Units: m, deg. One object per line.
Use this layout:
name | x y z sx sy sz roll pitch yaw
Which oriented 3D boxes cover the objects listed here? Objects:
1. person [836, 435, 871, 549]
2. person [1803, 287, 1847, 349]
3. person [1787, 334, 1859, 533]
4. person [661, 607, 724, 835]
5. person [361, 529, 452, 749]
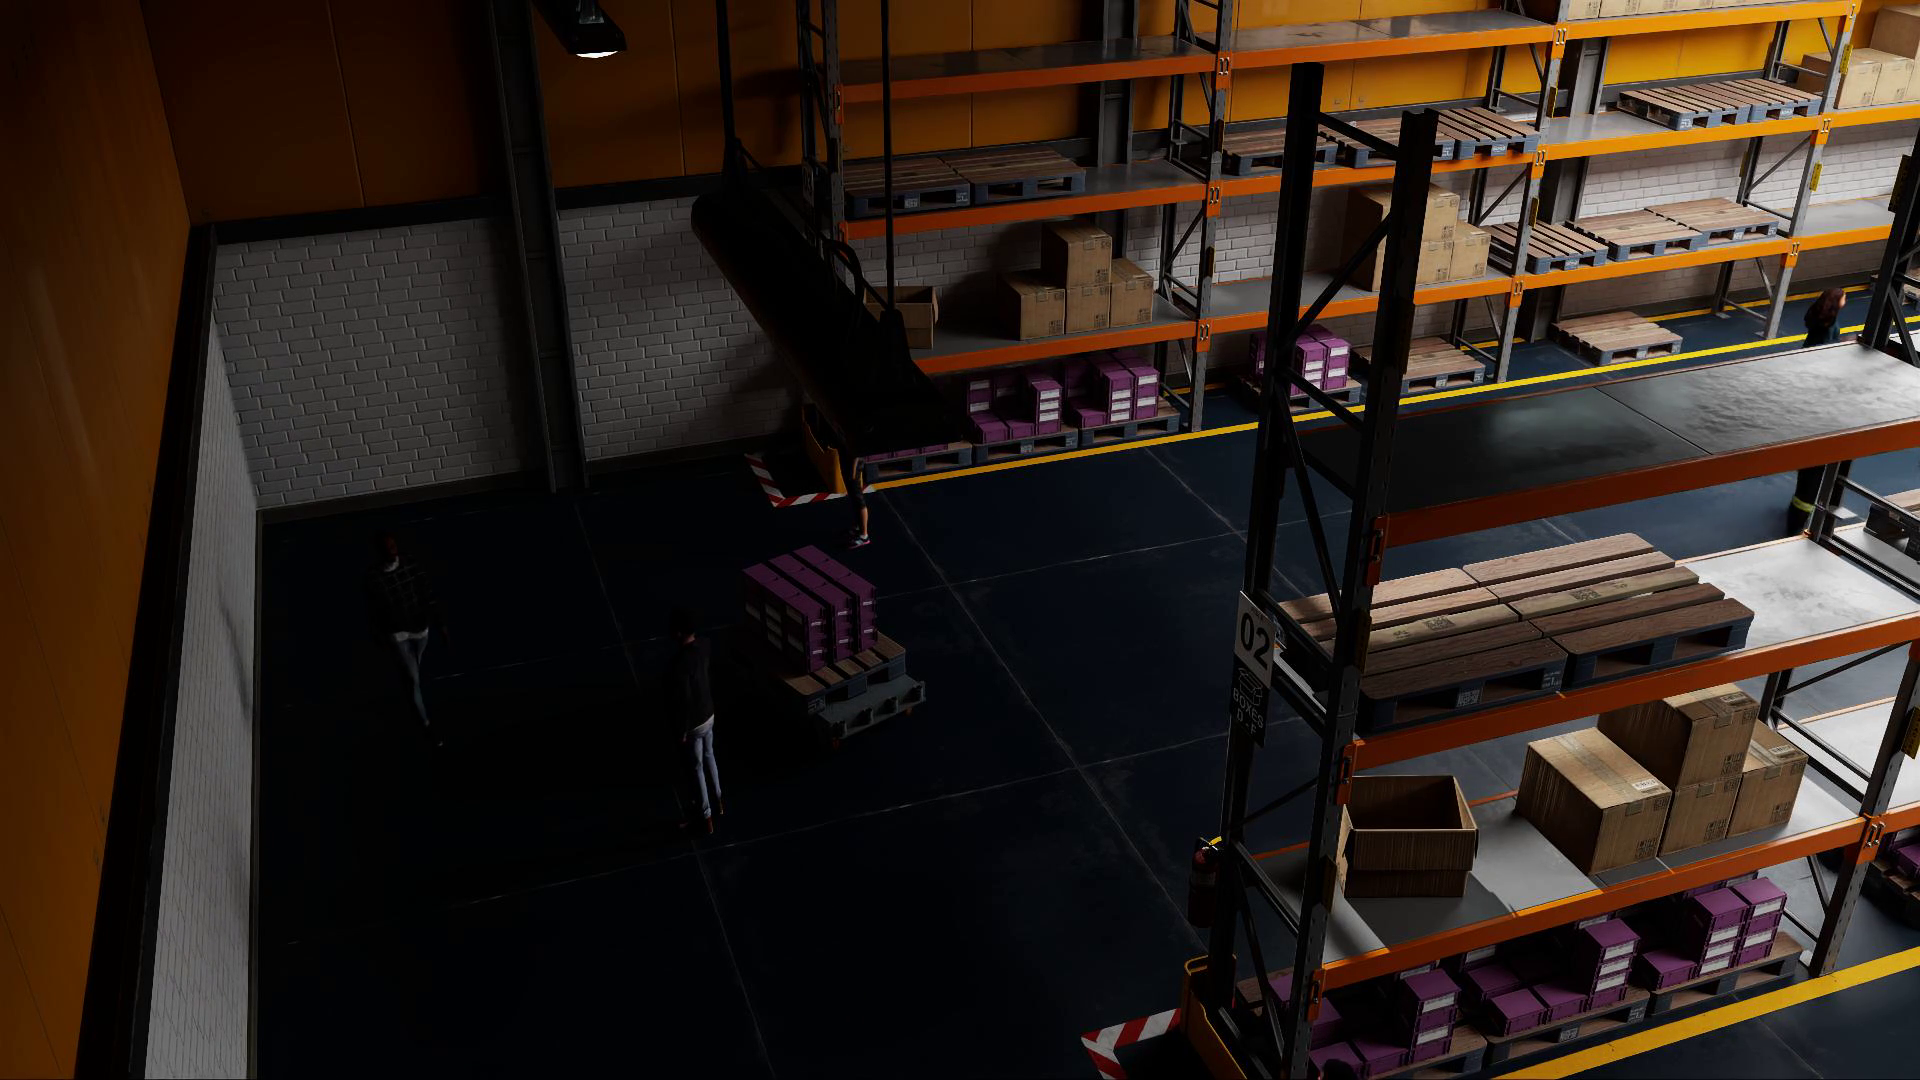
person | -1.013 -0.751 15.717 0.576 1.729 0.599 -5 29 -10
person | 9.219 -1.960 18.078 1.139 1.590 0.900 3 29 6
person | 8.258 -0.989 15.932 1.271 1.940 1.048 -23 36 -35
person | -1.900 1.283 11.877 0.741 1.836 0.730 7 29 13
person | -4.390 0.671 13.063 1.255 1.774 1.031 -23 36 -35
